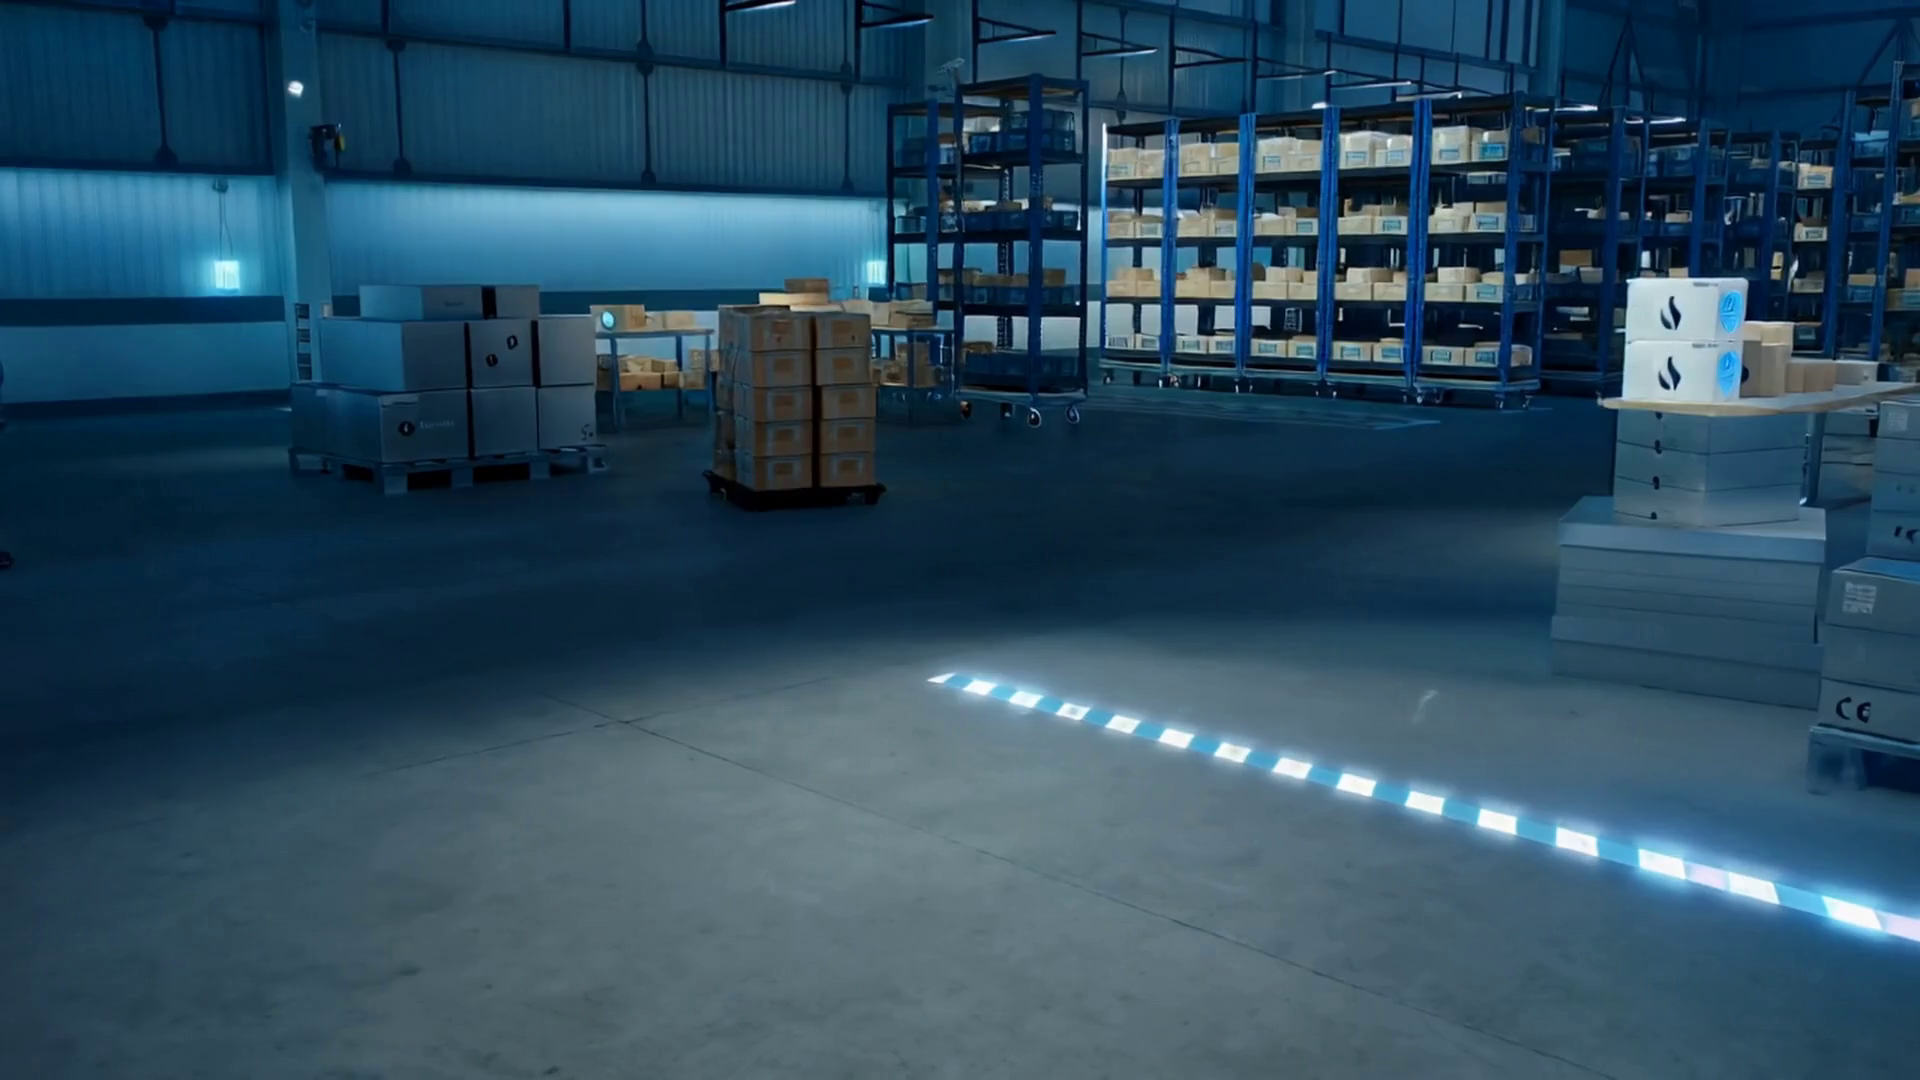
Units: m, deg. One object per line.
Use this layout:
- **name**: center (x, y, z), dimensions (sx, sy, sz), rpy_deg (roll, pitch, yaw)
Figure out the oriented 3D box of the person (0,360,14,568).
- **person**: center (-5.546, -0.775, 9.073), dimensions (0.604, 1.947, 0.387), rpy_deg (-3, 10, -16)
